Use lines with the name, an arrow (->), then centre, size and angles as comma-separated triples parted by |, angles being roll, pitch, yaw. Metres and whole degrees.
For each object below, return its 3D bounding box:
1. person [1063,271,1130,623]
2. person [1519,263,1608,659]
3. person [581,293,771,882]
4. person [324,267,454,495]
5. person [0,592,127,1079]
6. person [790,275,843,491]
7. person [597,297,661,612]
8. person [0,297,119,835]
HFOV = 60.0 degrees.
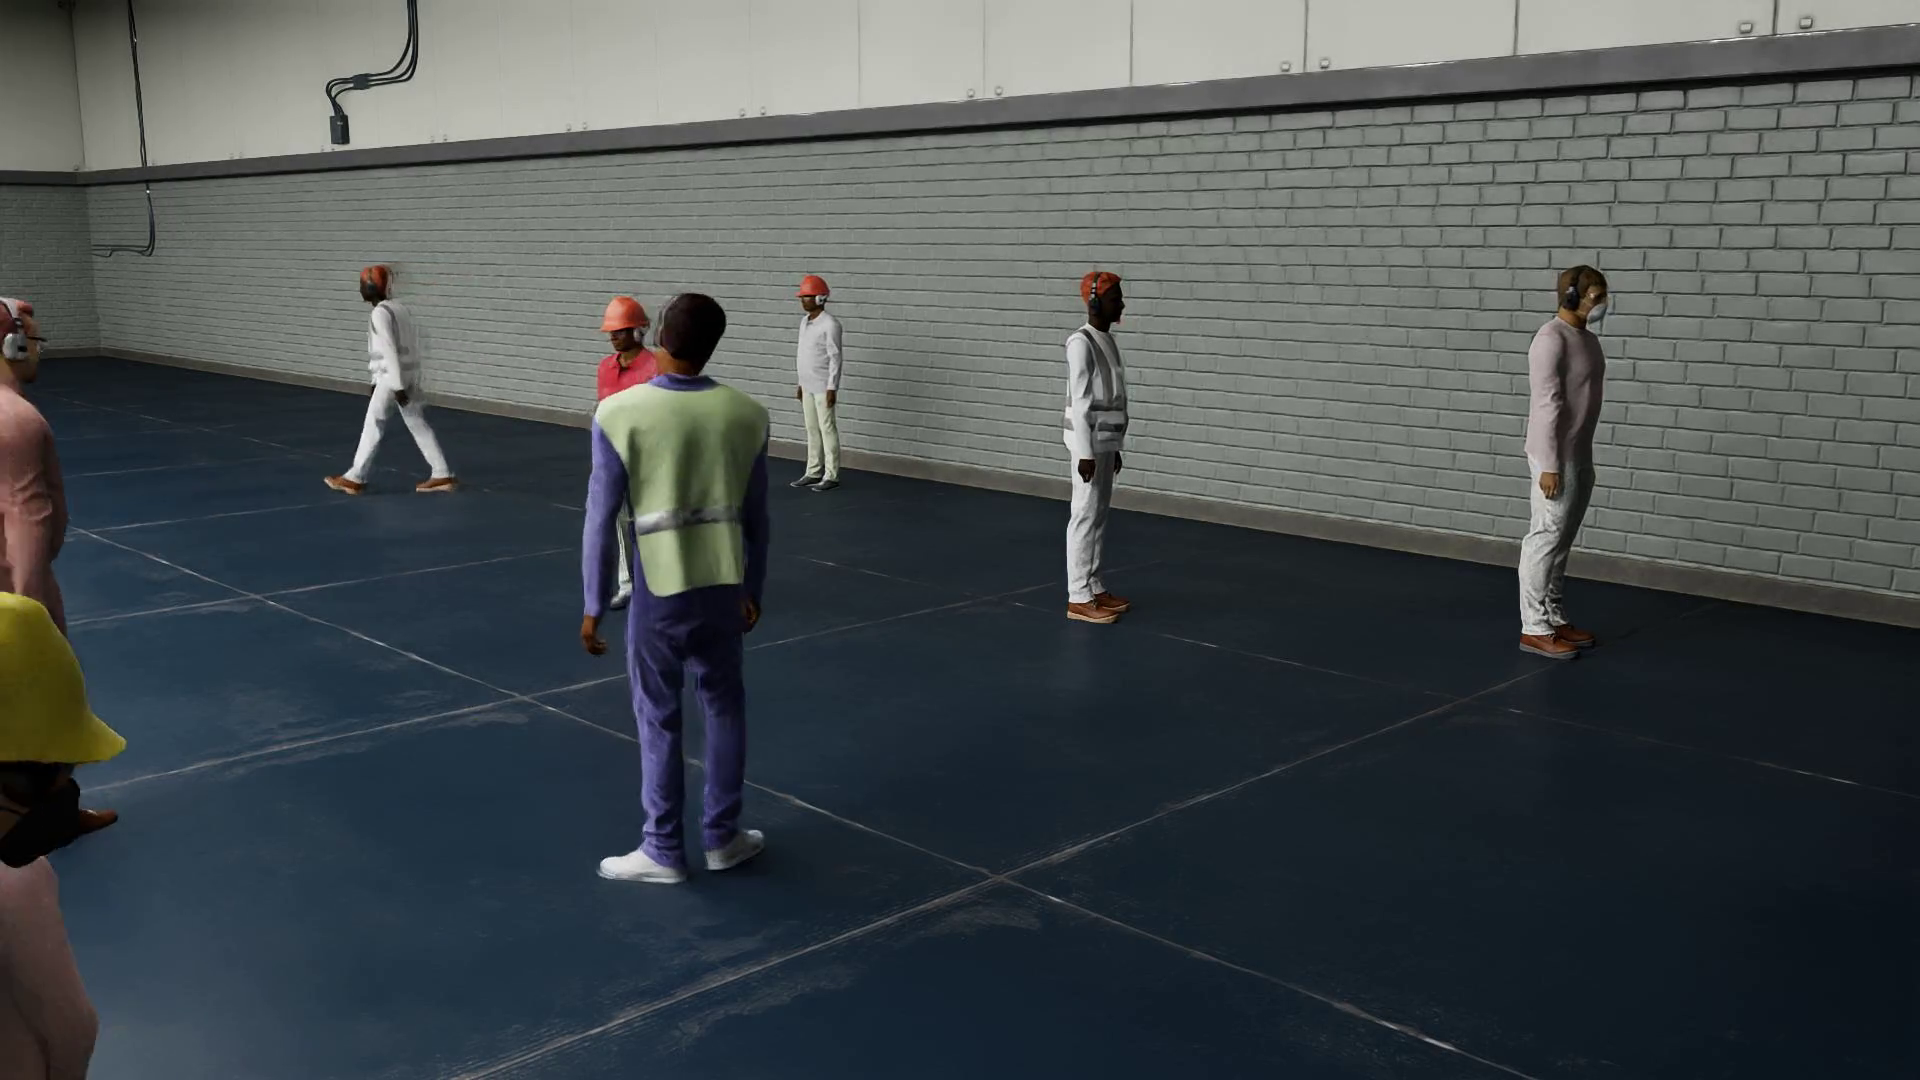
person -> 0.749, -0.504, 9.027 | 0.356, 1.883, 0.573 | 4, 11, 19
person -> 3.013, -0.394, 8.278 | 0.372, 1.939, 0.631 | 8, 13, 36
person -> -0.881, 0.178, 5.300 | 0.672, 1.893, 0.374 | -7, 13, -34
person -> -4.598, -1.271, 13.378 | 0.998, 1.825, 0.609 | 0, 10, -3
person -> -1.133, 0.896, 1.822 | 0.910, 1.718, 0.527 | -1, 10, -3
person -> -1.179, -1.279, 13.599 | 0.330, 1.753, 0.561 | -7, 13, -34
person -> -1.789, -0.451, 9.101 | 0.565, 1.745, 0.348 | 7, 13, 35
person -> -3.289, 0.137, 5.548 | 0.692, 1.878, 0.646 | 8, 13, 36
